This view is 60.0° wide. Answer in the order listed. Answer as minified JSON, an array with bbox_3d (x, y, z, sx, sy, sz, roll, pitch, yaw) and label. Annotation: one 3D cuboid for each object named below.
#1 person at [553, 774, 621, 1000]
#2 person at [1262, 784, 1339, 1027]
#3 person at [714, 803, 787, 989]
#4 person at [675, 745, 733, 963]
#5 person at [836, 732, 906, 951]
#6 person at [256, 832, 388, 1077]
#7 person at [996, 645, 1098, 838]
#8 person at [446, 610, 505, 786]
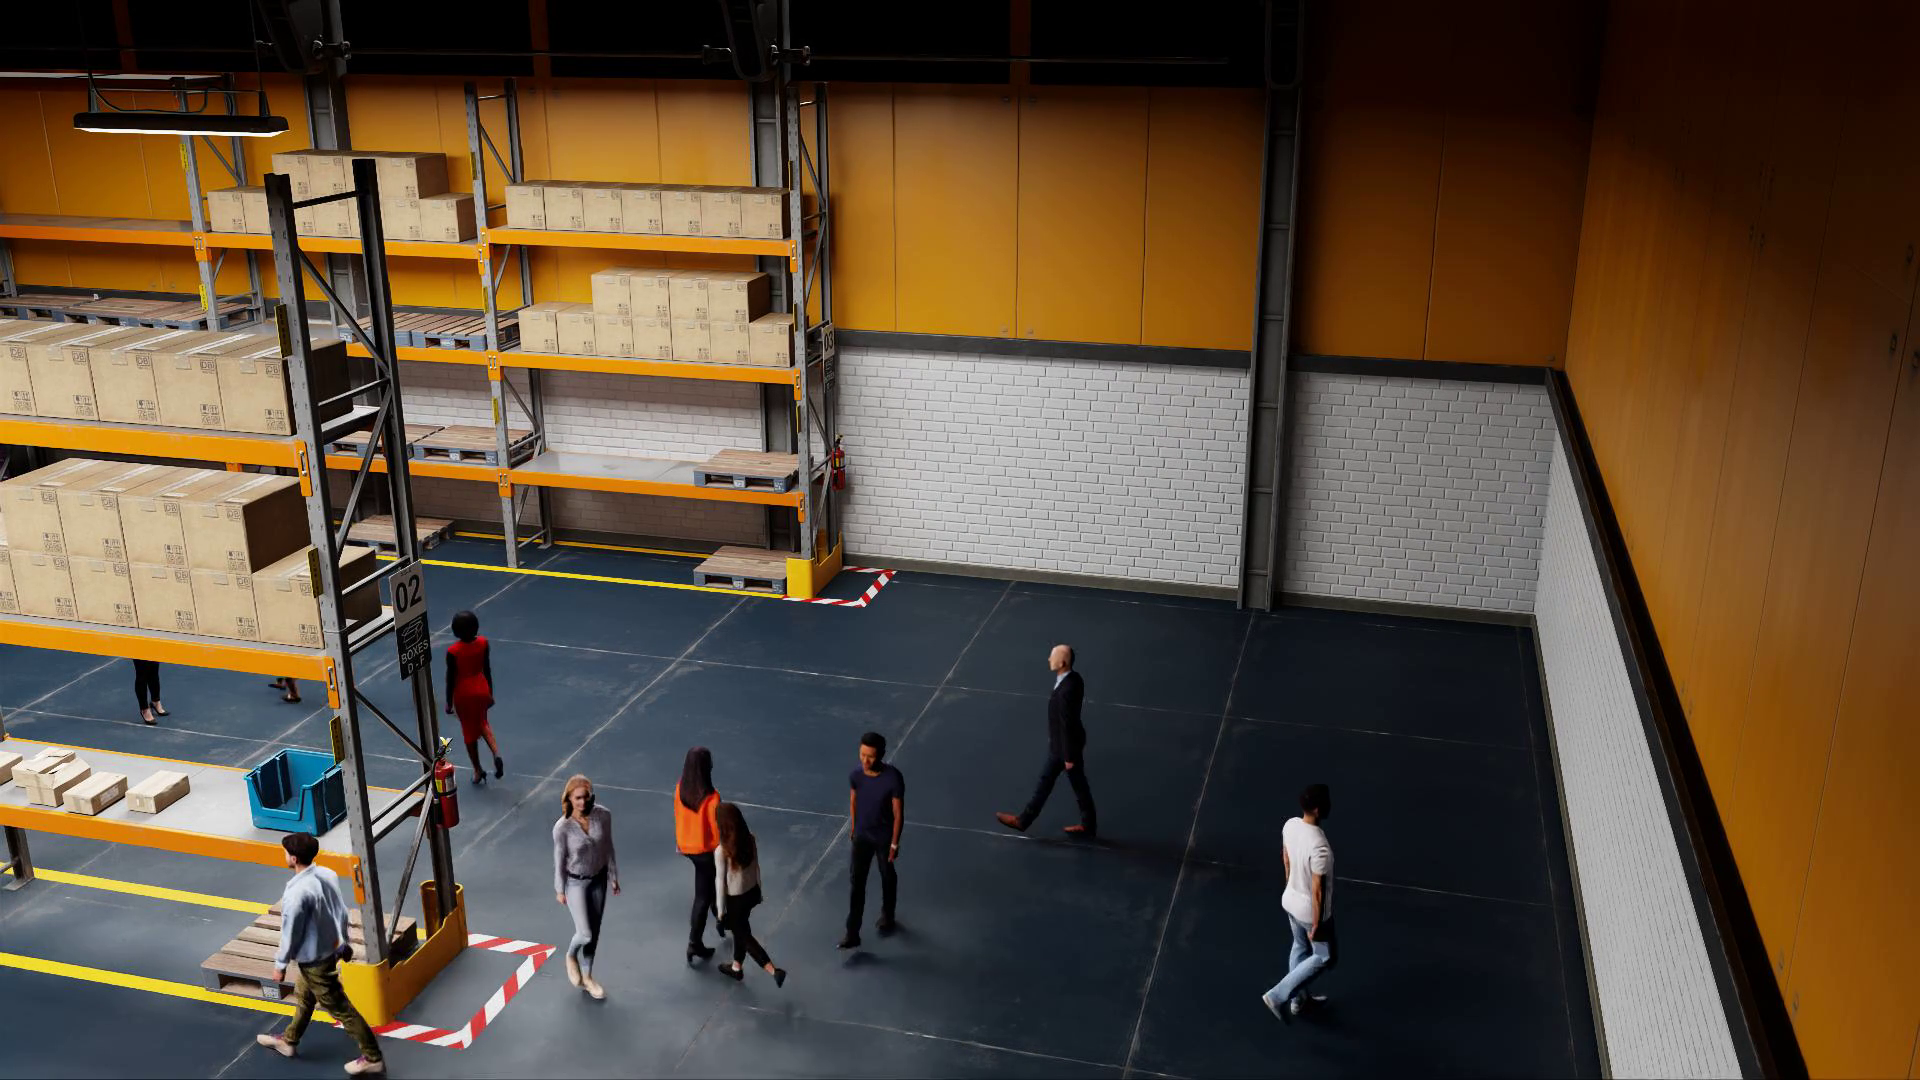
[{"bbox_3d":[-2.762,2.486,12.127,0.761,1.778,0.827,-14,23,-36],"label":"person"},{"bbox_3d":[2.384,2.583,11.723,1.017,1.852,0.933,-7,20,-21],"label":"person"},{"bbox_3d":[-1.530,2.649,12.160,1.007,1.449,0.784,14,23,36],"label":"person"},{"bbox_3d":[-2.016,2.380,12.514,0.919,1.732,0.898,-17,25,-41],"label":"person"},{"bbox_3d":[-0.600,2.249,12.868,0.954,1.754,0.805,7,20,21],"label":"person"},{"bbox_3d":[-4.206,2.830,11.144,1.238,1.754,0.829,1,19,4],"label":"person"},{"bbox_3d":[0.996,1.766,14.286,1.100,1.764,0.755,4,19,11],"label":"person"},{"bbox_3d":[-4.413,1.483,15.180,0.824,1.731,0.740,17,25,41],"label":"person"}]
